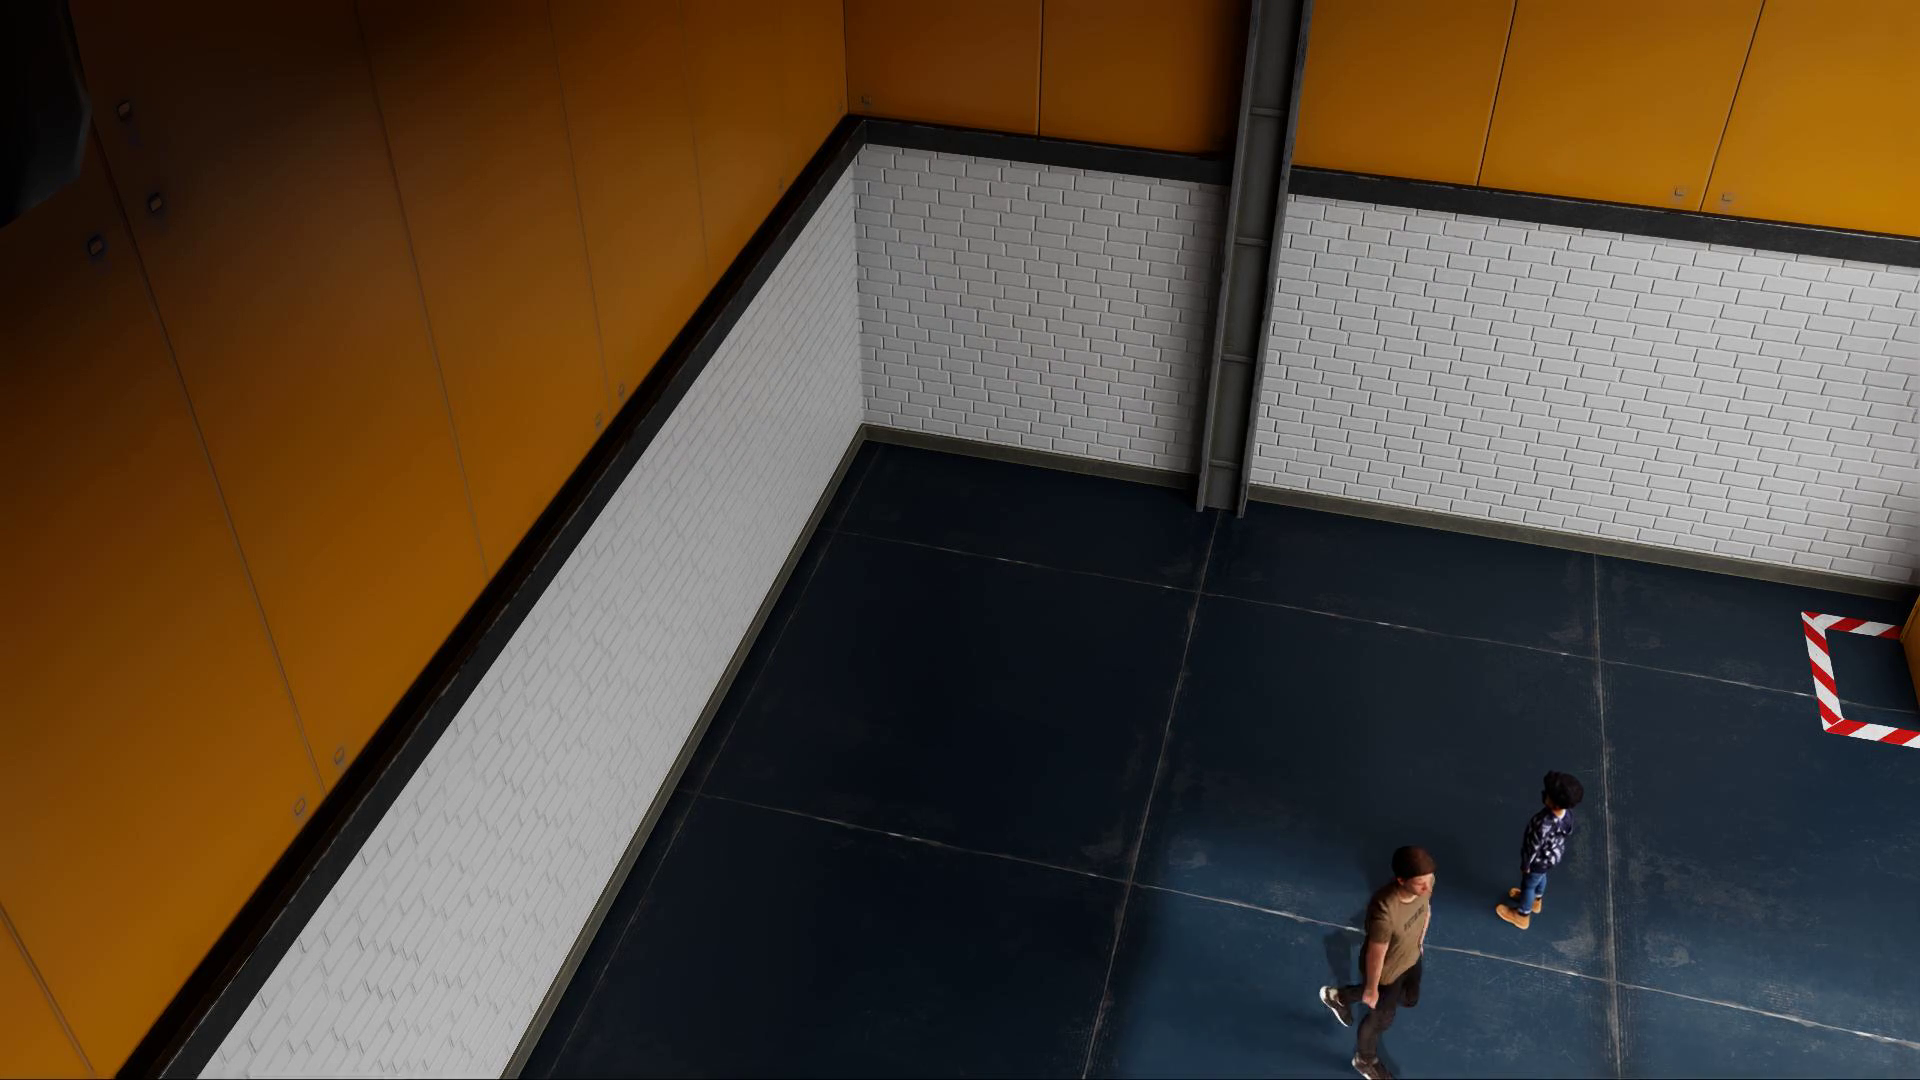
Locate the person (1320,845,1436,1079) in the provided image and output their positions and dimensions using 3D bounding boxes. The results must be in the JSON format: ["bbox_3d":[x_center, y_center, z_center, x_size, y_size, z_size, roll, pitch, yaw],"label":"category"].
[{"bbox_3d":[2.313,2.285,9.199,1.020,1.840,0.913,31,48,32],"label":"person"}]

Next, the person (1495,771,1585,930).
[{"bbox_3d":[3.563,1.887,10.173,0.600,1.248,0.571,30,47,32],"label":"person"}]
